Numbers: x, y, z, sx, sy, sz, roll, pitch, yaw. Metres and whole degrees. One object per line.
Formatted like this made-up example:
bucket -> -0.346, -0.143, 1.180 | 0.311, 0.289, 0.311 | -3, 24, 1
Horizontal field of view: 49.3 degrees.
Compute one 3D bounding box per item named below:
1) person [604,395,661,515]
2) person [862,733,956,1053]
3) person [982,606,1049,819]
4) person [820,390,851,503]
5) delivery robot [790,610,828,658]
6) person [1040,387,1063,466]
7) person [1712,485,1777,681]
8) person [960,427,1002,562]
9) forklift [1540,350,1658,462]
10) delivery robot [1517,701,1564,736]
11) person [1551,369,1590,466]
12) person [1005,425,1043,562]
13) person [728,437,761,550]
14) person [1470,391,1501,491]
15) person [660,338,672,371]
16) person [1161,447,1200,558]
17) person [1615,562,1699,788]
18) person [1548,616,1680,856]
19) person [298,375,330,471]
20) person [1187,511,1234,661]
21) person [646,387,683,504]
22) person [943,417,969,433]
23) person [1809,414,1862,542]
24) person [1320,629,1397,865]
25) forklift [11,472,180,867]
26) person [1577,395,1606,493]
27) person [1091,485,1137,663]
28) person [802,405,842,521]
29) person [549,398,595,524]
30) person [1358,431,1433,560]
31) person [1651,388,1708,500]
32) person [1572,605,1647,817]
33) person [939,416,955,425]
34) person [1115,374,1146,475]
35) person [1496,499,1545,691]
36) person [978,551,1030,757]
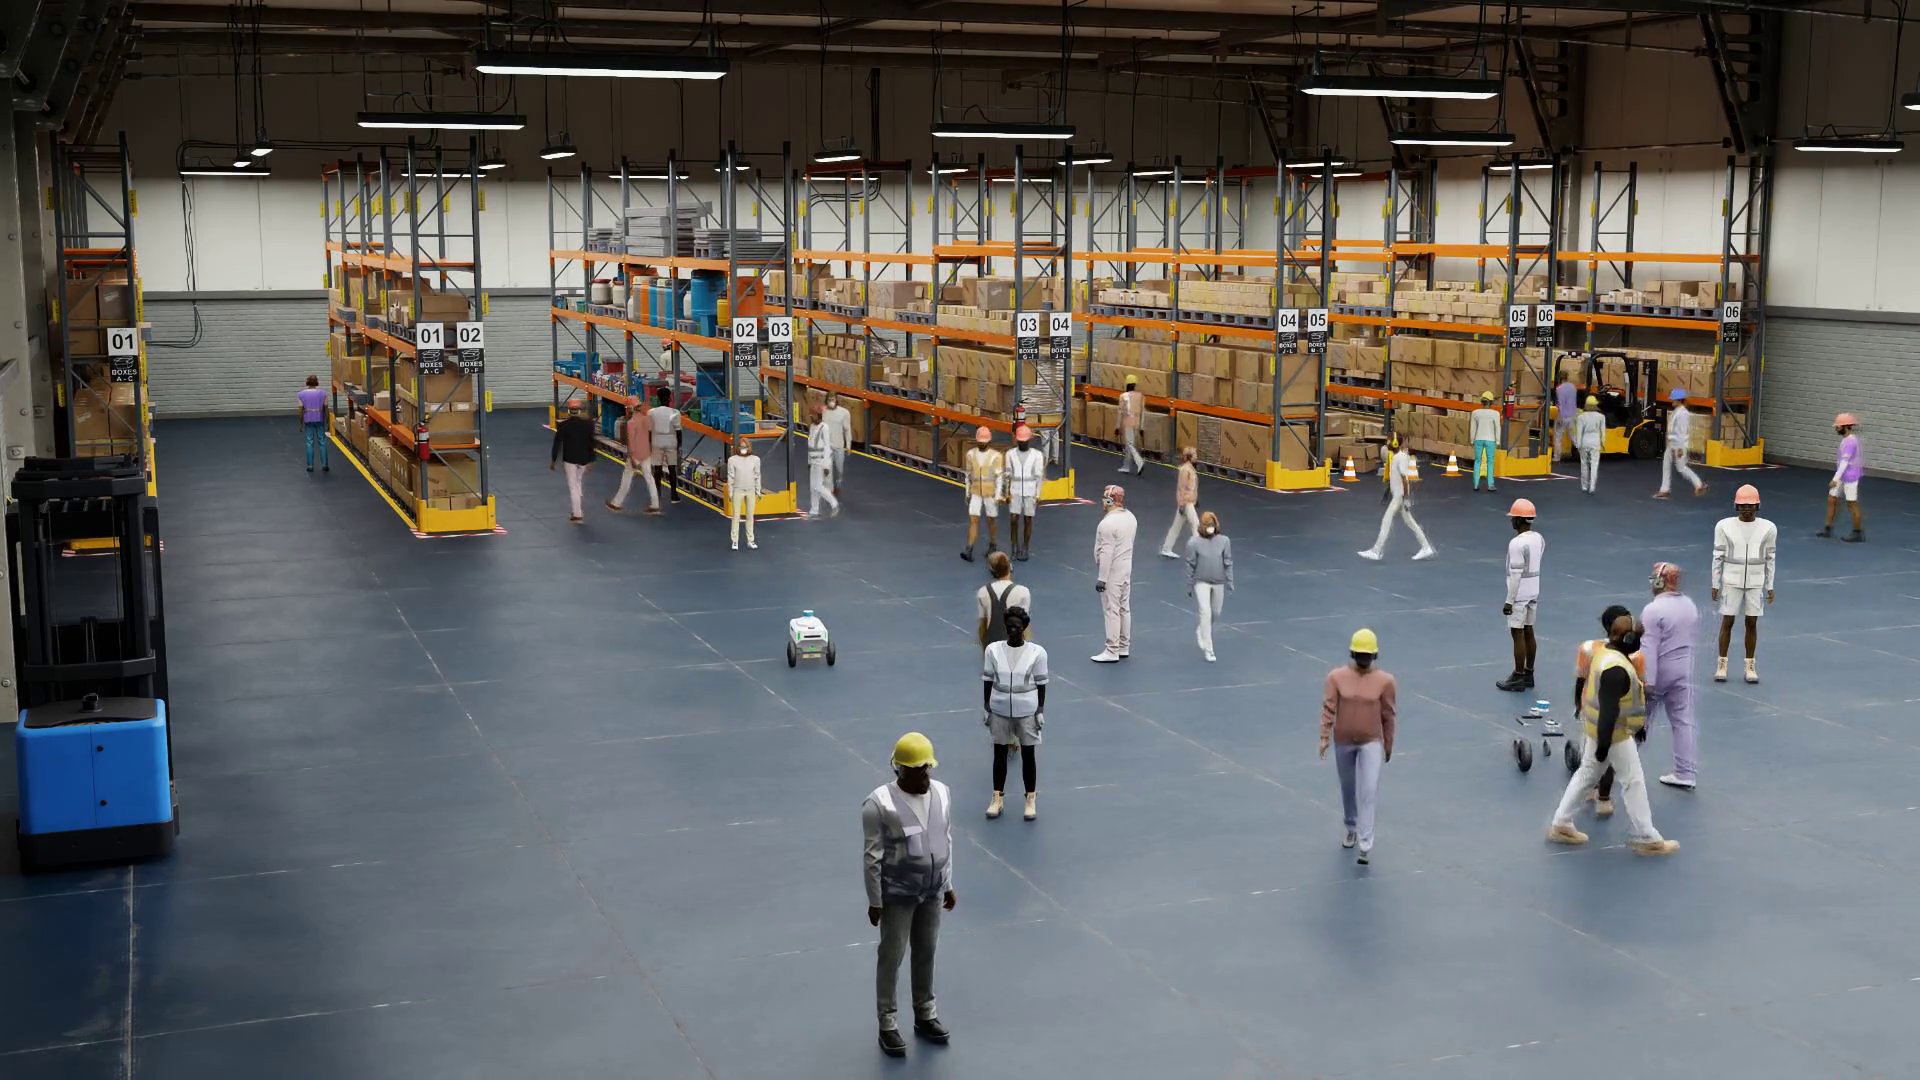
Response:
person -> -5.300, -1.382, 34.036 | 1.014, 1.935, 0.623 | 5, 10, 28
person -> -0.270, 1.989, 11.945 | 0.603, 1.828, 0.404 | -6, 11, -36
person -> 0.431, 1.358, 16.588 | 0.535, 1.700, 0.318 | 2, 9, 12
person -> -2.175, -1.620, 35.770 | 0.635, 1.912, 0.869 | -1, 9, -5
delivery robot -> -1.633, 1.004, 22.577 | 0.477, 0.478, 0.707 | -2, 9, -11
person -> 1.730, -2.383, 41.055 | 0.635, 1.842, 0.429 | -7, 11, -38
person -> 8.060, 0.444, 21.540 | 0.616, 2.041, 0.382 | 2, 9, 14
person -> 0.298, -0.639, 29.259 | 0.562, 1.882, 0.959 | 3, 9, 19
forklift -> 12.897, -2.725, 42.309 | 2.313, 2.155, 1.214 | -3, 9, -21
delivery robot -> 5.083, 1.522, 18.261 | 0.335, 0.223, 0.698 | 0, 8, 0
person -> 11.924, -2.385, 40.912 | 0.781, 1.908, 0.658 | 8, 12, 43
person -> 0.878, -0.640, 29.192 | 0.547, 1.912, 0.706 | 1, 9, 9
person -> -3.126, -0.682, 30.401 | 0.501, 1.633, 0.289 | -3, 9, -20
person -> 9.313, -1.751, 37.100 | 0.533, 1.765, 0.329 | 5, 10, 31
person -> -7.051, -3.894, 50.657 | 0.406, 1.987, 0.616 | 5, 10, 32
person -> 3.227, -0.515, 29.414 | 0.853, 1.588, 0.533 | 2, 9, 12
person -> 5.828, 1.111, 17.651 | 0.678, 1.867, 0.944 | -5, 10, -32
person -> 4.907, 1.448, 15.733 | 0.922, 1.788, 0.611 | 1, 9, 8
person -> -12.359, -2.238, 40.072 | 0.563, 1.847, 0.388 | -3, 9, -18
person -> 2.694, 0.464, 22.841 | 0.498, 1.611, 0.728 | -2, 9, -14
person -> -4.997, -1.600, 35.429 | 0.613, 1.961, 0.362 | 0, 9, 2
person -> -0.104, -3.359, 46.984 | 0.611, 2.011, 0.786 | -8, 12, -42
person -> 13.073, -0.926, 31.163 | 0.854, 1.898, 0.547 | 2, 9, 12
person -> 2.948, 1.508, 15.525 | 0.533, 1.721, 0.877 | 3, 9, 19
forklift -> -6.630, 0.886, 15.957 | 1.129, 2.768, 1.873 | -3, 9, -21
person -> 11.126, -1.699, 36.940 | 0.486, 1.710, 0.830 | 3, 9, 17
person -> 1.643, 0.357, 22.572 | 0.408, 1.908, 0.644 | 5, 10, 29
person -> -2.190, -1.228, 33.292 | 0.557, 1.863, 0.656 | -4, 9, -26
person -> -6.158, -1.260, 33.188 | 0.629, 1.951, 0.747 | -7, 11, -40
person -> 6.176, -0.619, 29.409 | 1.048, 1.821, 0.538 | 1, 9, 9
person -> 12.352, -1.639, 35.839 | 0.851, 1.919, 0.614 | 0, 9, 0
person -> 5.212, 1.346, 16.738 | 0.548, 1.671, 0.608 | 6, 10, 35
person -> -0.348, -3.624, 49.490 | 0.623, 1.791, 0.972 | -2, 9, -10
person -> 3.266, -2.174, 39.468 | 0.583, 1.903, 0.837 | -7, 11, -37
person -> 5.671, 0.547, 21.200 | 0.354, 1.939, 0.544 | 7, 11, 40
person -> 0.422, 1.004, 18.573 | 0.536, 1.810, 0.574 | 4, 9, 22
